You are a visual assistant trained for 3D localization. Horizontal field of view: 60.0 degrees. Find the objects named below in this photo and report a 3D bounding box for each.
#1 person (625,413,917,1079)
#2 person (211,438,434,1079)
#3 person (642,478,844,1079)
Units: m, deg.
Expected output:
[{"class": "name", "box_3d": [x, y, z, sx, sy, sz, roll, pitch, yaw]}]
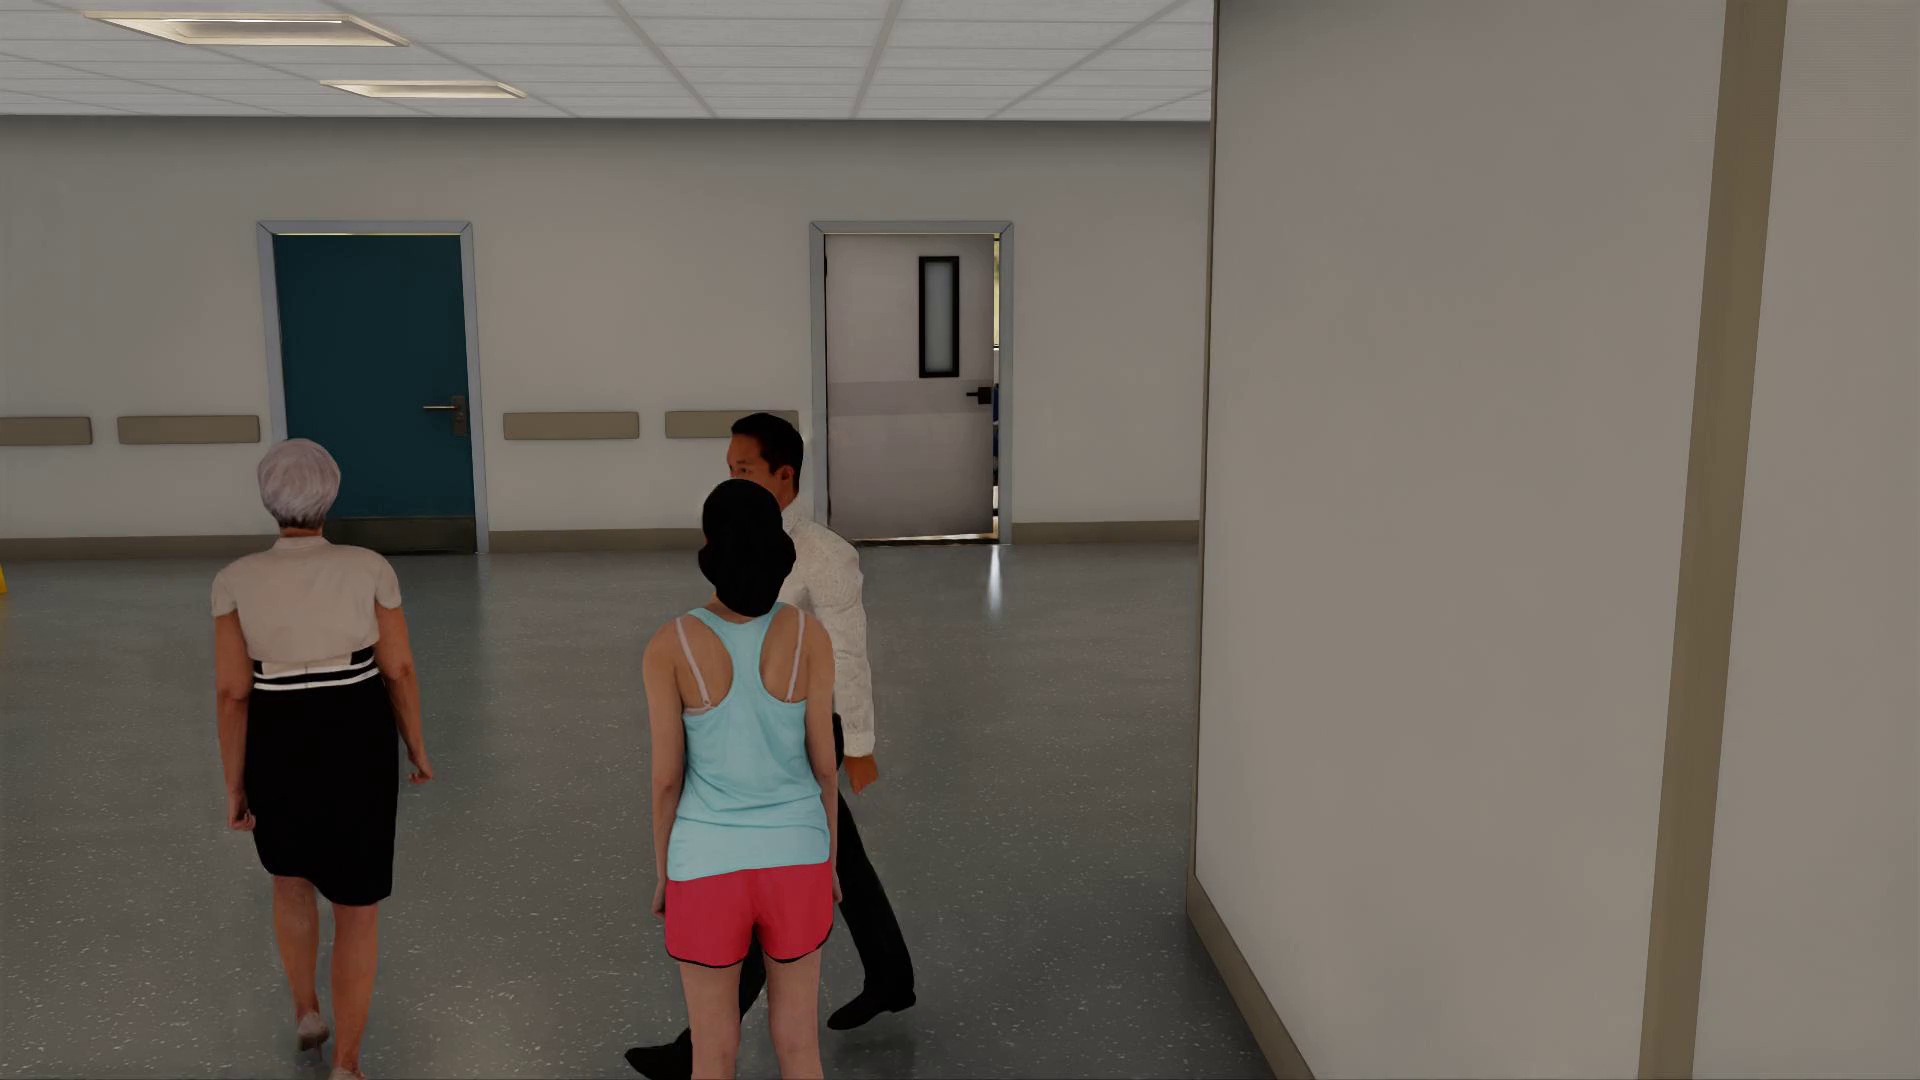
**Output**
[{"class": "person", "box_3d": [-0.374, 0.561, 4.555, 1.270, 1.758, 1.076, -8, 13, -37]}, {"class": "person", "box_3d": [-1.622, 0.637, 4.219, 0.719, 1.735, 0.746, -2, 11, -10]}, {"class": "person", "box_3d": [-0.461, 0.732, 3.636, 0.570, 1.765, 0.669, -2, 11, -12]}]
